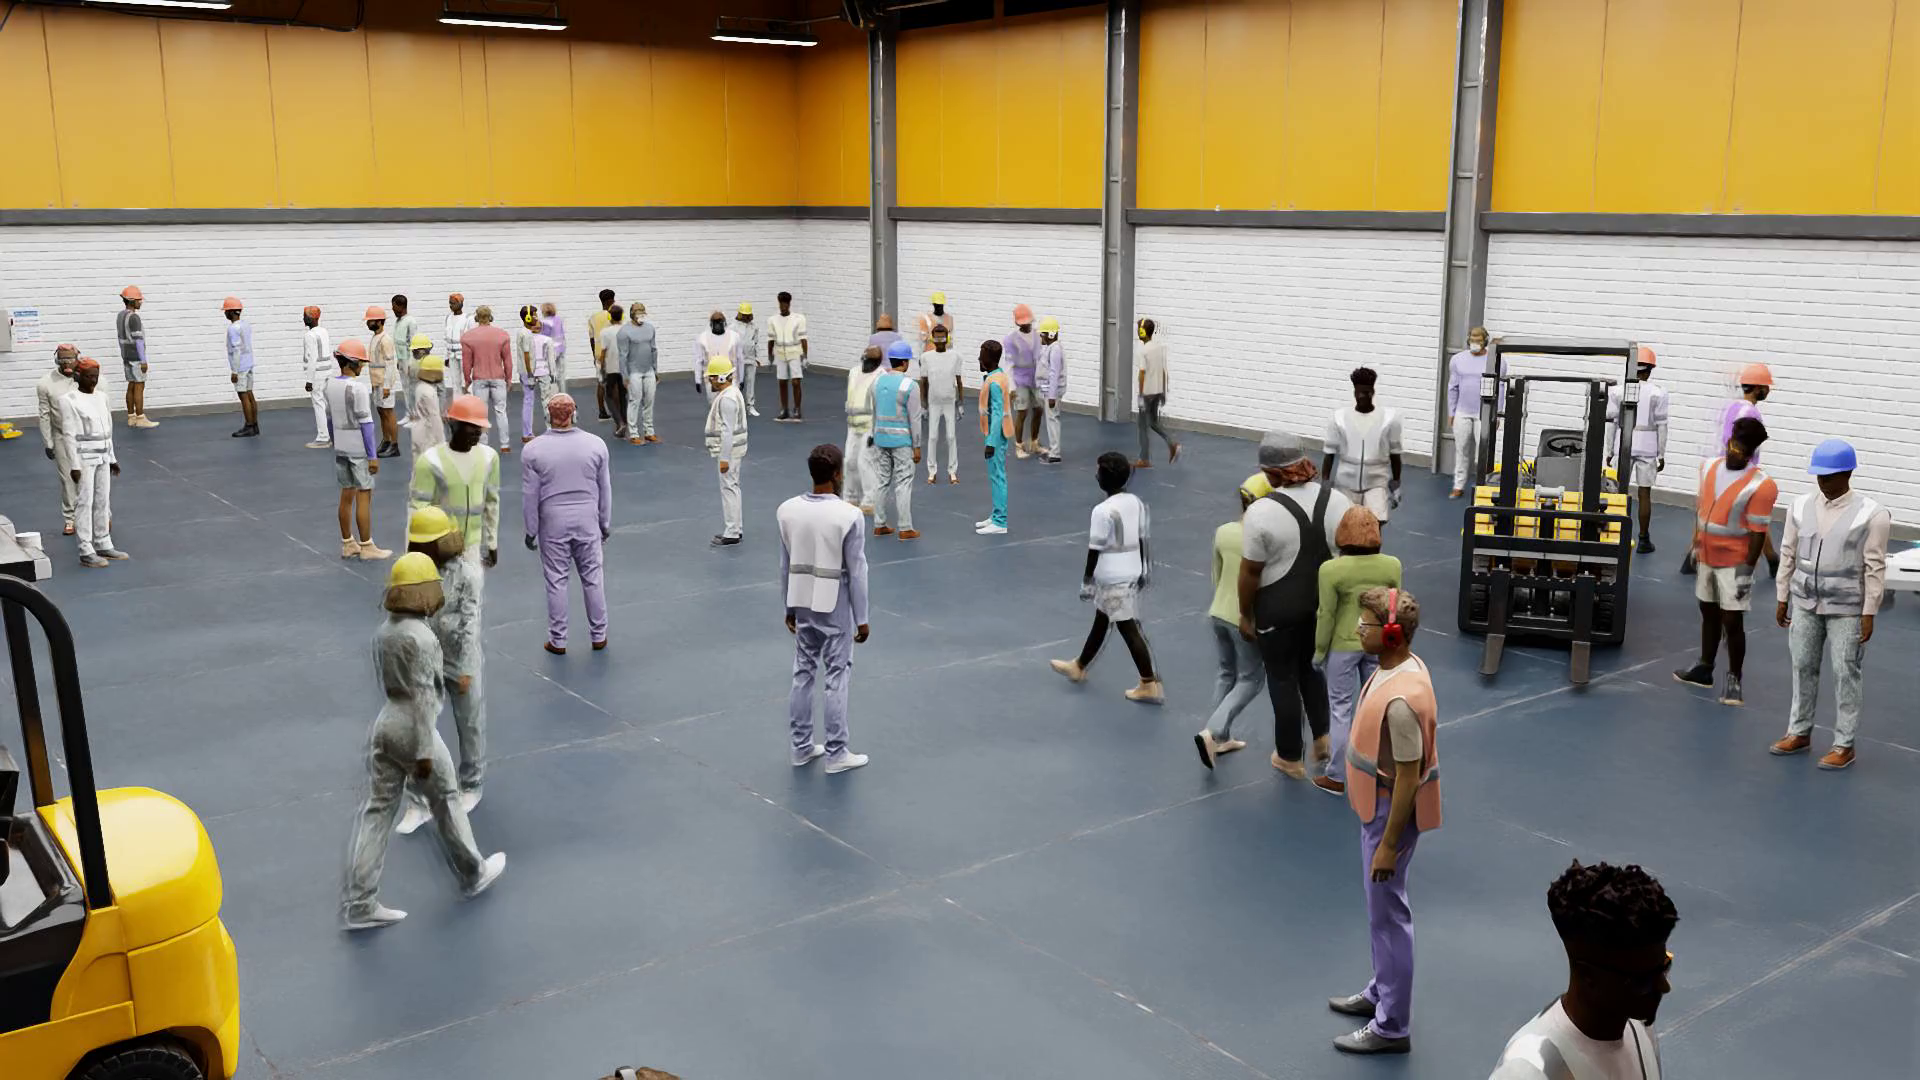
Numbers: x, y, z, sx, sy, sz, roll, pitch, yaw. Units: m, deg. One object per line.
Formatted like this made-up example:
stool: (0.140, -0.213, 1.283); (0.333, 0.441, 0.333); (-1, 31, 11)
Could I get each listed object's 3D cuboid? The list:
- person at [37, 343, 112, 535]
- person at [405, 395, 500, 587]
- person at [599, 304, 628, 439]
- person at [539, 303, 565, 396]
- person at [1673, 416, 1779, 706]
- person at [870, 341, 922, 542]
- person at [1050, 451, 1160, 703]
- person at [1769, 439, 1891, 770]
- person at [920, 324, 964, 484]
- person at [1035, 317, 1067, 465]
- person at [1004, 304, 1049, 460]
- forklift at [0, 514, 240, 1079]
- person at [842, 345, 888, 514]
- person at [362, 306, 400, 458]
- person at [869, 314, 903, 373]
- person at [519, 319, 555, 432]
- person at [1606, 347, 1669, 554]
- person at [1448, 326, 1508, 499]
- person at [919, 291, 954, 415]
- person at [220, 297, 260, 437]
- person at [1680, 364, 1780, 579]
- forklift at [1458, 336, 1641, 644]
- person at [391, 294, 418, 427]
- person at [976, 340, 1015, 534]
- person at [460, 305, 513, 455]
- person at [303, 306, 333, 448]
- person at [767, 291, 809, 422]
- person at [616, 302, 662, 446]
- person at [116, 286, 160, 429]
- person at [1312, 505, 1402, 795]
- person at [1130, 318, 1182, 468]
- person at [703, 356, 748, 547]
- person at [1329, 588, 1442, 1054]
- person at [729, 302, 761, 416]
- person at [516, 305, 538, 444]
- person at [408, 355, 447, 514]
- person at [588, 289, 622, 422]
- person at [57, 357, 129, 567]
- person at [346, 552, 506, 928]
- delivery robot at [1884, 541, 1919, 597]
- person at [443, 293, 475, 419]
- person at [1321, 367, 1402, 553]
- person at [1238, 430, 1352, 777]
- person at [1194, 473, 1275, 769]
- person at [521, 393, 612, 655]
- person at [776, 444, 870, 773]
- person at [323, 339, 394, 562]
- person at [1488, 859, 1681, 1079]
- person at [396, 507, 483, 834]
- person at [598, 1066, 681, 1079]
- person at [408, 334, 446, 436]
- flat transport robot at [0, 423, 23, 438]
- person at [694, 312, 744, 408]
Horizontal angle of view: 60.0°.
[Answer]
person: (-8.691, -0.989, 16.375); (0.635, 1.900, 0.398); (-5, 13, -23)
person: (-3.549, -0.014, 11.442); (0.839, 1.990, 0.714); (10, 16, 41)
person: (-4.694, -2.297, 22.785); (0.560, 1.855, 0.415); (-6, 13, -28)
person: (-6.545, -3.017, 26.864); (0.367, 1.616, 0.566); (4, 12, 18)
person: (5.028, 0.109, 11.021); (0.370, 1.930, 0.770); (-3, 12, -16)
person: (-0.605, -0.957, 16.122); (0.603, 1.938, 0.424); (9, 15, 37)
person: (0.979, 0.233, 11.033); (0.890, 1.643, 0.550); (7, 14, 32)
person: (5.065, 0.368, 9.727); (0.426, 1.937, 0.615); (-8, 14, -33)
person: (-0.209, -1.565, 19.259); (0.510, 1.855, 0.324); (0, 12, -1)
person: (1.130, -1.854, 20.721); (0.403, 1.828, 0.600); (0, 12, 0)
person: (0.837, -1.988, 20.958); (0.670, 1.991, 0.496); (-10, 15, -39)
forklift: (-3.687, 1.115, 5.480); (2.313, 2.155, 1.214); (-9, 15, -36)
person: (-0.976, -1.147, 17.397); (0.433, 1.796, 0.679); (-10, 15, -40)
person: (-7.395, -2.017, 21.226); (0.358, 1.938, 0.545); (-9, 15, -37)
person: (-1.103, -2.494, 24.323); (0.523, 1.596, 0.782); (-2, 12, -10)
person: (-5.958, -2.310, 23.399); (0.513, 1.630, 0.318); (-2, 12, -9)
person: (6.322, -0.837, 15.552); (0.542, 1.929, 0.373); (8, 14, 33)
person: (5.629, -1.374, 18.172); (0.624, 1.926, 0.388); (8, 14, 34)
person: (-0.380, -2.865, 25.447); (0.603, 1.896, 0.936); (-5, 13, -23)
person: (-9.988, -2.392, 23.039); (0.379, 1.937, 0.548); (-1, 12, -3)
person: (6.847, -0.589, 14.472); (1.022, 1.879, 0.564); (1, 12, 5)
forklift: (4.683, -0.471, 13.136); (1.214, 2.155, 2.313); (4, 12, 20)
person: (-7.994, -2.592, 24.065); (0.390, 1.914, 0.587); (-9, 15, -37)
person: (0.347, -1.019, 16.452); (0.390, 1.920, 0.587); (0, 12, 2)
person: (-6.056, -2.040, 21.348); (0.627, 1.936, 0.371); (-4, 12, -16)
person: (-8.524, -2.160, 22.054); (0.355, 1.883, 0.575); (0, 12, 0)
person: (-2.553, -2.691, 24.491); (0.683, 1.946, 0.454); (3, 12, 15)
person: (-4.293, -2.225, 22.271); (0.391, 1.927, 0.638); (9, 15, 36)
person: (-11.826, -2.622, 23.898); (0.615, 2.039, 0.392); (10, 16, 41)
person: (2.200, 0.612, 9.262); (0.500, 1.636, 0.284); (-3, 12, -14)
person: (2.403, -1.774, 20.278); (0.591, 1.845, 0.562); (11, 16, 43)
person: (-2.227, -0.844, 15.863); (0.403, 1.818, 0.601); (-1, 12, -4)
person: (1.672, 1.086, 6.467); (0.376, 1.841, 0.571); (2, 12, 10)
person: (-3.241, -2.727, 25.149); (0.484, 1.735, 0.310); (-7, 14, -30)
person: (-5.813, -2.230, 22.450); (0.327, 1.862, 0.511); (-3, 12, -16)
person: (-5.408, -1.034, 17.028); (0.650, 1.712, 0.495); (-5, 13, -23)
person: (-5.189, -2.726, 24.577); (0.603, 1.967, 0.366); (6, 13, 27)
person: (-7.845, -0.708, 15.037); (0.353, 1.884, 0.572); (2, 12, 10)
person: (-2.518, 0.906, 7.690); (0.502, 1.685, 0.853); (10, 15, 40)
delivery robot: (7.758, 0.248, 13.407); (0.707, 0.478, 0.477); (3, 12, 14)
person: (-7.468, -2.733, 24.819); (0.575, 1.882, 0.355); (5, 13, 24)
person: (3.269, -0.436, 13.584); (0.651, 1.931, 0.839); (4, 12, 18)
person: (1.891, 0.351, 9.540); (0.714, 2.000, 0.542); (-4, 12, -18)
person: (1.585, 0.477, 9.658); (0.613, 1.735, 0.550); (-7, 13, -30)
person: (-2.859, -0.117, 12.125); (0.637, 1.911, 0.403); (-5, 13, -22)
person: (-0.802, 0.399, 9.633); (0.590, 1.912, 0.387); (7, 14, 32)
person: (-5.512, -0.816, 15.191); (0.605, 2.036, 0.383); (8, 14, 35)
person: (1.328, 1.620, 3.593); (0.367, 1.966, 0.606); (10, 15, 39)
person: (-2.751, 0.678, 8.748); (0.485, 1.705, 0.741); (1, 12, 7)
person: (-0.535, 1.800, 3.017); (0.325, 1.843, 0.517); (-8, 14, -34)
person: (-6.087, -1.460, 18.955); (0.533, 1.767, 0.312); (7, 14, 30)
flat transport robot: (-13.502, -1.425, 22.416); (0.652, 0.197, 1.431); (4, 12, 20)
person: (-3.215, -2.148, 22.217); (0.643, 1.793, 0.987); (0, 12, -1)
